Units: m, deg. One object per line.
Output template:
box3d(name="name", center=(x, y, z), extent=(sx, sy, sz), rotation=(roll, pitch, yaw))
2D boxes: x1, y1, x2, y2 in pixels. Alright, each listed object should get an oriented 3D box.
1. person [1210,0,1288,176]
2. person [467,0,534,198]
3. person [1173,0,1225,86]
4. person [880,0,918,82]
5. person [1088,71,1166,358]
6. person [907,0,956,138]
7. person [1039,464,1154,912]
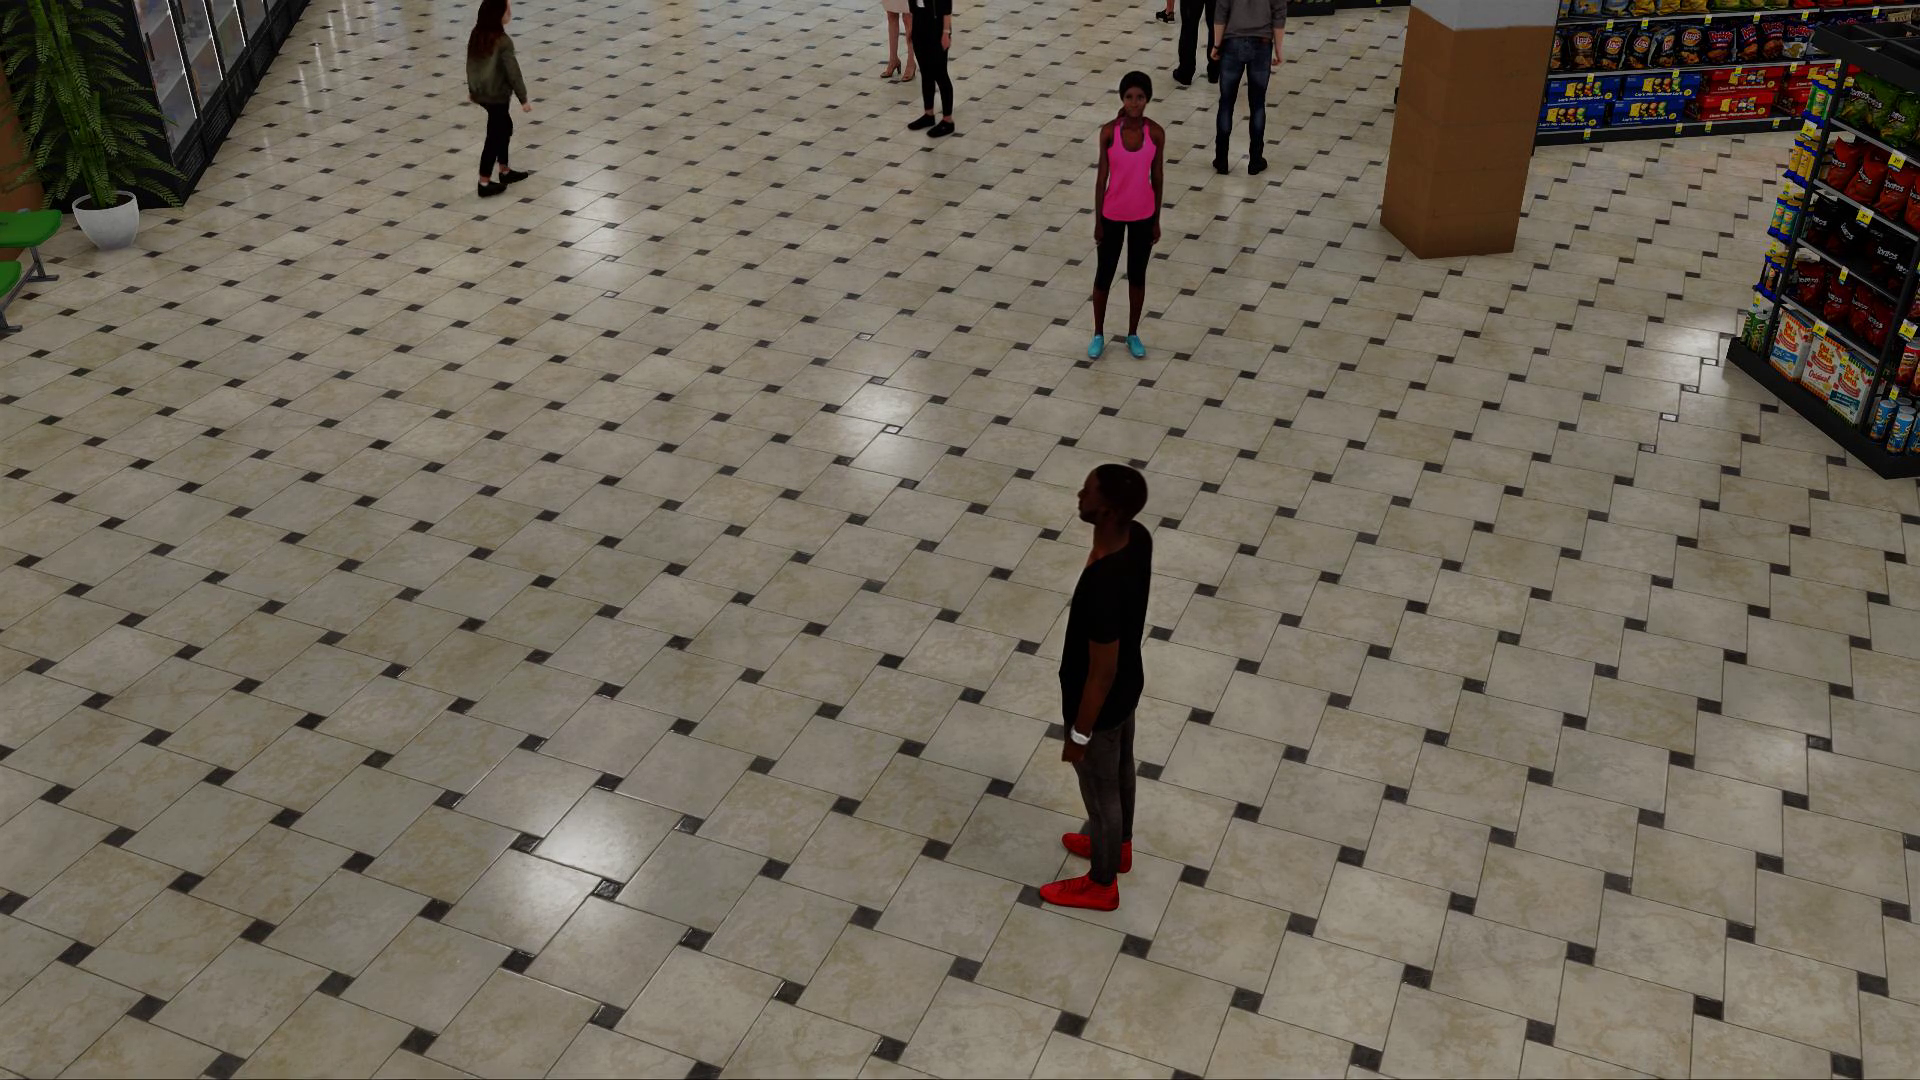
box3d(name="person", center=(2.156, -3.703, 12.492), extent=(0.652, 1.903, 0.830), rotation=(5, 32, 9))
box3d(name="person", center=(-3.466, -3.223, 12.156), extent=(0.781, 1.442, 0.844), rotation=(20, 37, 29))
box3d(name="person", center=(2.131, -4.920, 14.509), extent=(0.487, 1.838, 0.780), rotation=(-5, 32, -7))
box3d(name="person", center=(-0.534, -4.940, 14.637), extent=(0.678, 1.736, 0.743), rotation=(19, 37, 28))
box3d(name="person", center=(0.982, -1.902, 9.768), extent=(0.538, 1.722, 0.659), rotation=(0, 32, 1))
box3d(name="person", center=(-0.215, -4.122, 13.351), extent=(0.686, 1.707, 0.681), rotation=(-23, 39, -32))
box3d(name="person", center=(0.512, 0.526, 5.788), extent=(0.712, 1.805, 0.719), rotation=(11, 34, 18))
